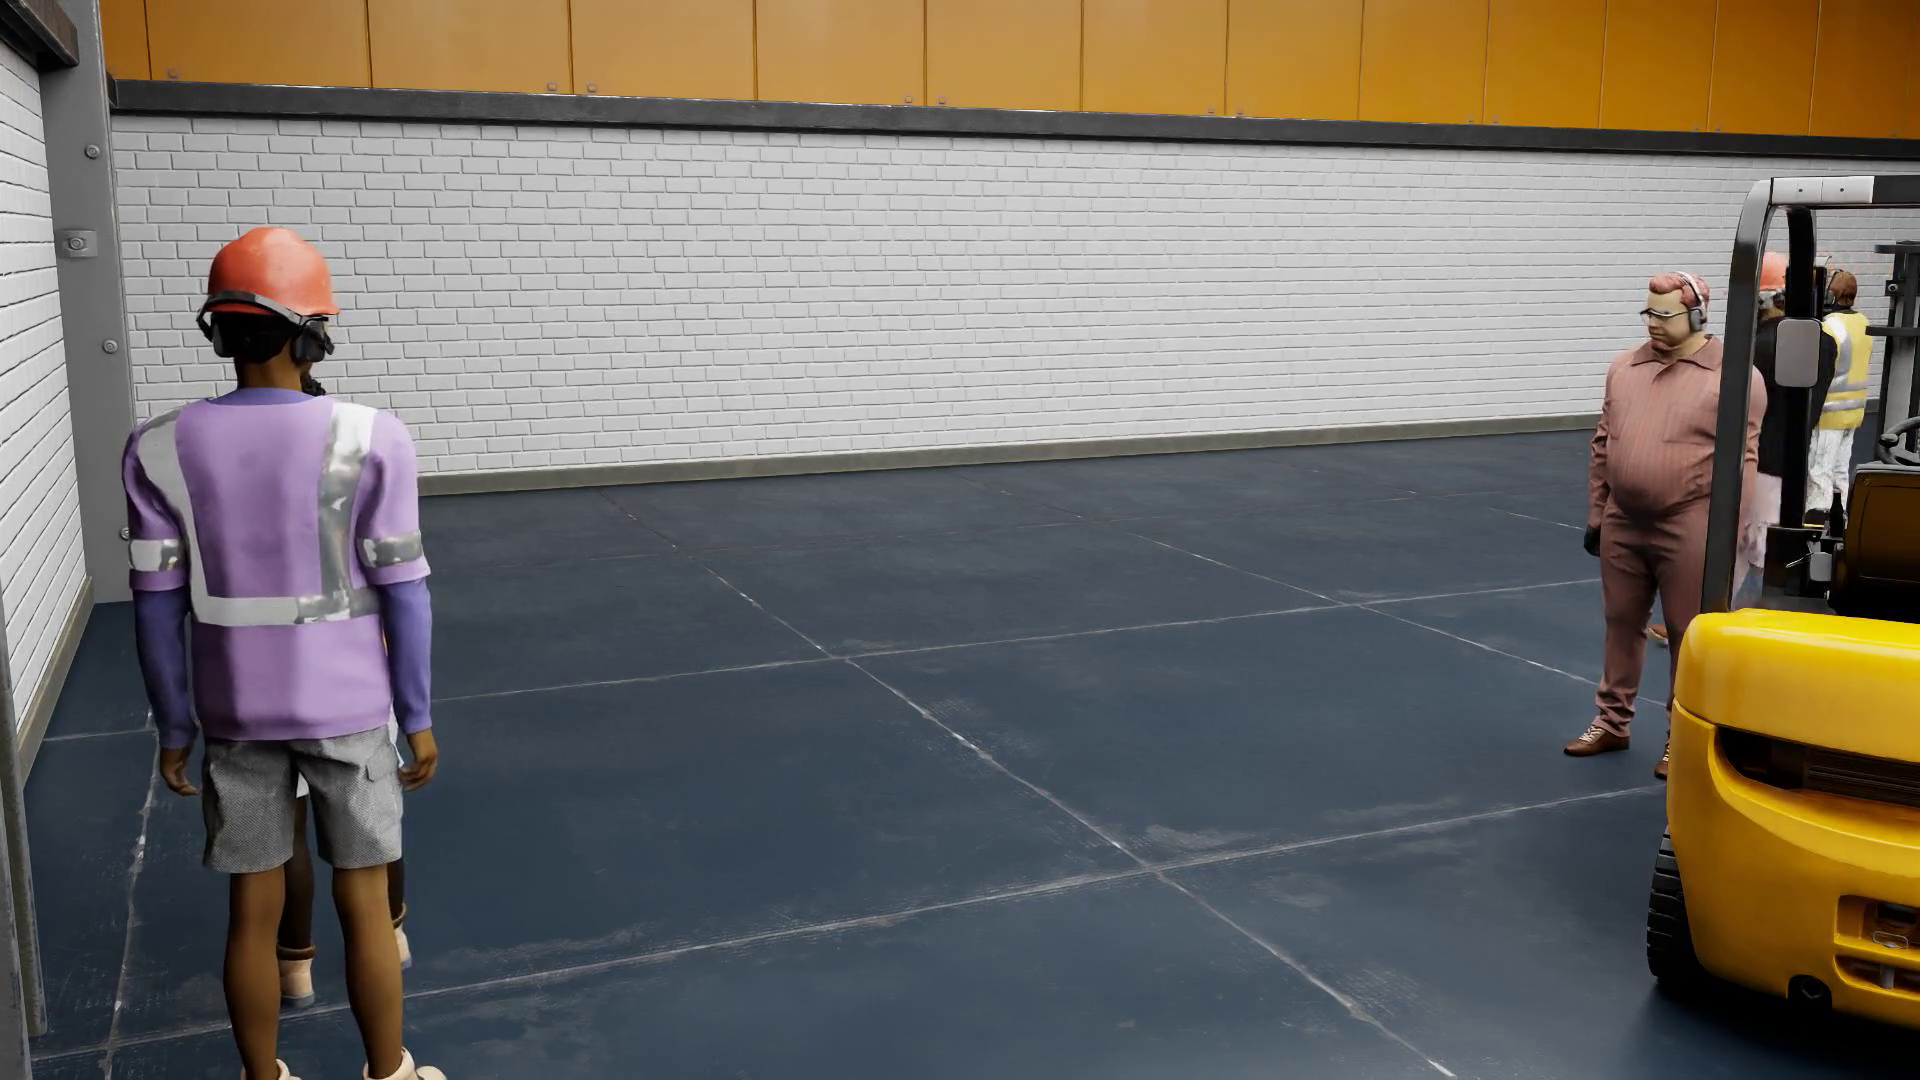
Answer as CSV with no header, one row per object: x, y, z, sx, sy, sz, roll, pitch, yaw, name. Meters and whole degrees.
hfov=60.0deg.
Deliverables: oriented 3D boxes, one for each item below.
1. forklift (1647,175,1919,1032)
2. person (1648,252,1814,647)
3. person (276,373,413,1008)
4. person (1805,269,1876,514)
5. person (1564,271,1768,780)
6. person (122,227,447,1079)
2.810,0.094,4.662,1.214,2.155,2.313,7,12,34,forklift
3.685,-0.357,7.800,0.643,1.956,0.846,-9,14,-42,person
-1.734,0.386,4.441,0.318,1.694,0.534,9,14,40,person
5.161,-0.692,9.964,0.622,1.844,0.429,-9,13,-39,person
2.647,-0.056,6.298,0.406,1.902,0.637,-8,13,-37,person
-1.445,0.357,3.625,0.608,2.045,0.392,-1,10,-3,person
